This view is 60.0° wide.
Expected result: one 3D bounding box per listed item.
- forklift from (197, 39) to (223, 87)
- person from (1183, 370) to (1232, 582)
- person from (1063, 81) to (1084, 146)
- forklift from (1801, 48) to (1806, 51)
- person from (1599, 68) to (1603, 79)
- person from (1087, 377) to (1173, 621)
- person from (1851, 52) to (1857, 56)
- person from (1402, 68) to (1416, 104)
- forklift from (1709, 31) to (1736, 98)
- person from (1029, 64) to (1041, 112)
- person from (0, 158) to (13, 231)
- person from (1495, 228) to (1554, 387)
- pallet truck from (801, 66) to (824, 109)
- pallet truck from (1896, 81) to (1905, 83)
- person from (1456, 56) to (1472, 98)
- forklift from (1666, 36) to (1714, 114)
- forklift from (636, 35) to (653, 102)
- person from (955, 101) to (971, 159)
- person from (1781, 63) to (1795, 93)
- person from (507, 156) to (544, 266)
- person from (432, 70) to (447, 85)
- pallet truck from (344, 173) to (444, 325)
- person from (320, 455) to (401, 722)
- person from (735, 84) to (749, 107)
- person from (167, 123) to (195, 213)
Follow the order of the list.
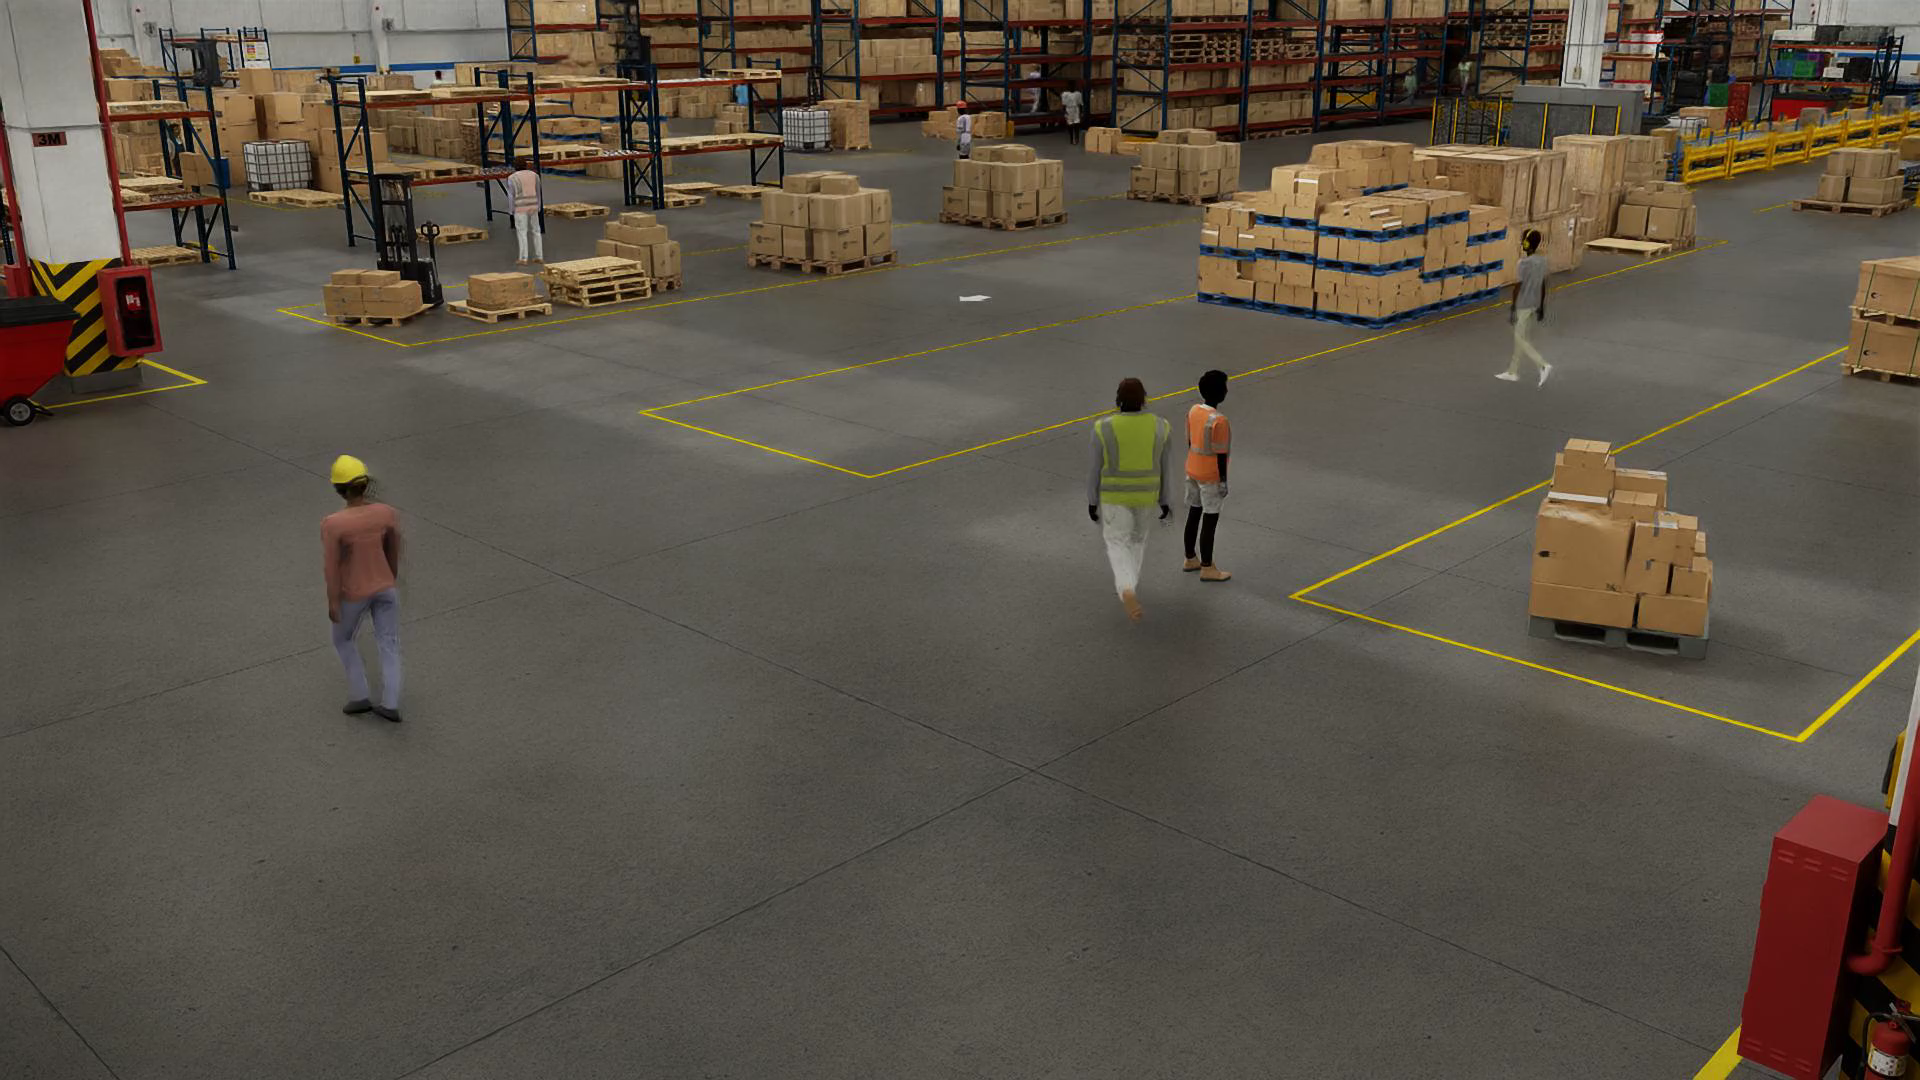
[{"bbox_3d":[-26.193,-16.094,58.270,1.129,2.768,1.873,17,25,41],"label":"forklift"},{"bbox_3d":[1.968,-0.512,13.175,0.317,1.696,0.538,-7,20,-21],"label":"person"},{"bbox_3d":[3.389,-12.783,49.822,0.633,1.910,0.877,1,18,2],"label":"person"},{"bbox_3d":[40.210,-22.838,78.588,1.129,2.768,1.873,17,25,41],"label":"forklift"},{"bbox_3d":[22.296,-15.544,58.161,0.636,1.900,0.399,13,22,33],"label":"person"},{"bbox_3d":[1.270,-0.295,12.365,0.634,1.814,0.835,-3,19,-8],"label":"person"},{"bbox_3d":[38.029,-19.851,71.101,0.832,1.921,0.619,-15,24,-38],"label":"person"},{"bbox_3d":[17.393,-17.459,64.401,0.848,1.583,0.515,-12,22,-33],"label":"person"},{"bbox_3d":[31.316,-19.570,68.743,1.129,2.768,1.873,17,25,41],"label":"forklift"},{"bbox_3d":[2.854,-16.197,60.092,0.689,1.916,0.638,-12,22,-33],"label":"person"},{"bbox_3d":[-18.626,-6.981,32.296,0.371,1.934,0.627,-9,21,-26],"label":"person"},{"bbox_3d":[6.754,-2.736,19.645,0.532,1.852,0.781,-13,22,-34],"label":"person"},{"bbox_3d":[-4.812,-15.182,56.903,0.823,1.965,1.885,-9,21,-26],"label":"pallet truck"},{"bbox_3d":[34.802,-16.331,61.455,0.653,1.274,1.630,17,25,41],"label":"pallet truck"},{"bbox_3d":[21.651,-19.892,71.462,0.569,1.761,1.026,9,20,26],"label":"person"},{"bbox_3d":[27.341,-17.291,61.877,1.129,2.768,1.873,17,25,41],"label":"forklift"},{"bbox_3d":[-11.964,-17.715,63.154,1.873,2.768,1.129,-10,21,-28],"label":"forklift"},{"bbox_3d":[0.061,-9.728,40.591,0.397,1.929,0.539,9,20,25],"label":"person"},{"bbox_3d":[33.396,-18.446,67.064,0.614,1.789,0.898,13,23,35],"label":"person"},{"bbox_3d":[-7.401,-5.595,28.284,0.431,1.835,0.624,17,25,41],"label":"person"},{"bbox_3d":[-17.502,-14.861,56.087,0.571,1.901,0.621,11,21,30],"label":"person"},{"bbox_3d":[-8.209,-4.181,23.757,0.823,1.965,1.885,3,19,9],"label":"pallet truck"},{"bbox_3d":[-3.835,0.307,10.609,0.551,1.745,0.555,15,23,38],"label":"person"},{"bbox_3d":[-7.339,-14.788,56.195,0.543,1.686,0.485,-10,21,-28],"label":"person"},{"bbox_3d":[-16.448,-7.840,35.020,0.344,1.847,0.505,3,19,9],"label":"person"}]
